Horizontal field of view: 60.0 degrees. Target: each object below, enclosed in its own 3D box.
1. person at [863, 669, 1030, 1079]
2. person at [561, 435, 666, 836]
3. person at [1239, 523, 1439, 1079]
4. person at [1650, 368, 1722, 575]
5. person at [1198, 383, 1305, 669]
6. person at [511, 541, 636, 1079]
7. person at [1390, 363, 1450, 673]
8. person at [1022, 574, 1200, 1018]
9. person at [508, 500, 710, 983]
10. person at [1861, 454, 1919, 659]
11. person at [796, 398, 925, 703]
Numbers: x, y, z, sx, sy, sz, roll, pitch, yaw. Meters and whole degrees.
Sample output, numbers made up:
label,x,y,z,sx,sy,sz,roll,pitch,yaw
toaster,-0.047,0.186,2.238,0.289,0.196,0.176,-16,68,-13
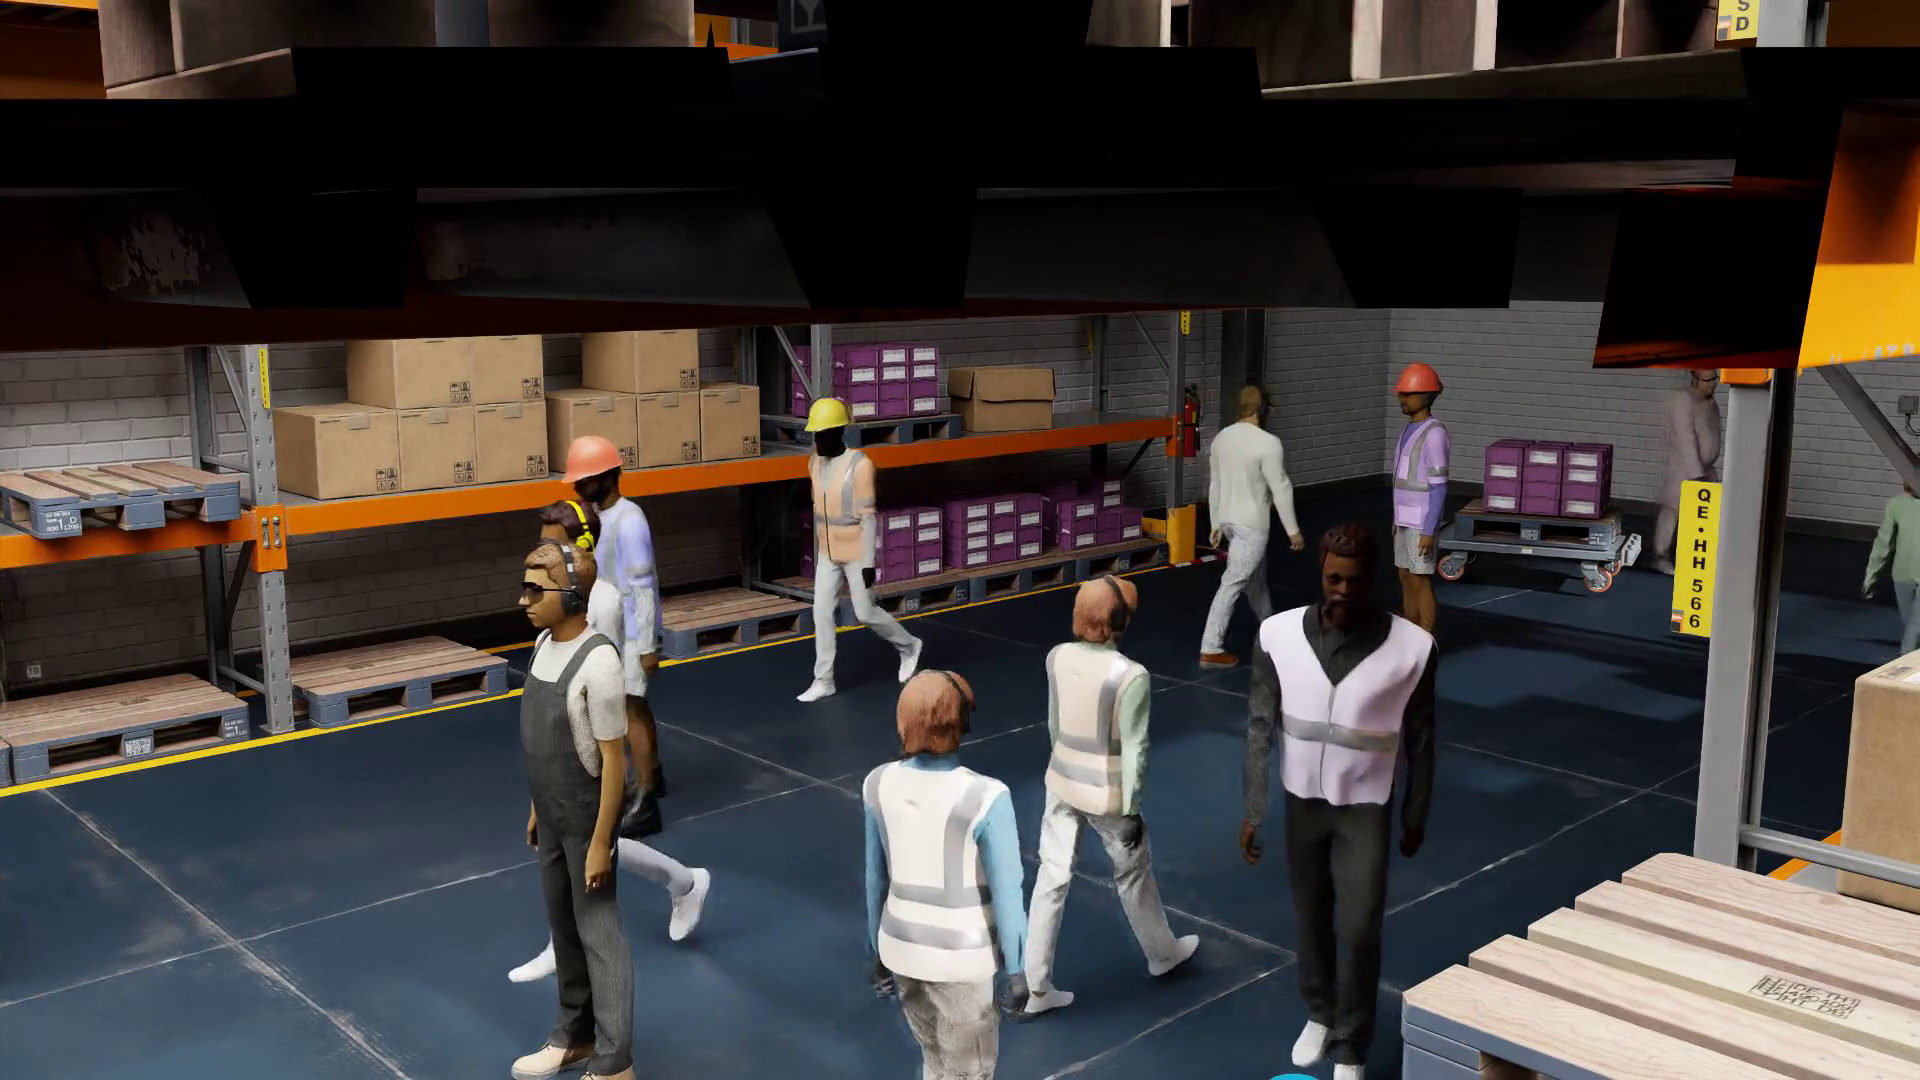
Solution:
label,x,y,z,sx,sy,sz,roll,pitch,yaw
person,-0.096,1.168,4.536,0.529,1.612,0.646,8,13,39
person,-1.634,0.436,8.020,0.505,1.903,0.661,-5,11,-26
person,1.211,0.883,5.410,0.588,1.895,0.761,5,11,26
person,6.289,-0.581,14.066,0.657,1.860,0.893,-8,12,-38
person,1.996,-0.096,11.128,1.001,1.884,0.652,-5,11,-25
person,-1.254,0.912,5.375,0.345,1.846,0.507,-8,13,-40
person,2.972,-0.136,10.933,0.376,2.042,0.615,-1,10,-5
person,0.535,0.911,6.087,0.848,1.586,0.538,-9,13,-41
person,-1.361,0.748,6.340,0.724,1.850,0.522,-7,12,-36
person,5.679,0.264,9.911,0.870,1.580,0.524,-5,11,-28
person,-0.645,0.039,10.372,0.609,1.888,0.868,9,13,42
